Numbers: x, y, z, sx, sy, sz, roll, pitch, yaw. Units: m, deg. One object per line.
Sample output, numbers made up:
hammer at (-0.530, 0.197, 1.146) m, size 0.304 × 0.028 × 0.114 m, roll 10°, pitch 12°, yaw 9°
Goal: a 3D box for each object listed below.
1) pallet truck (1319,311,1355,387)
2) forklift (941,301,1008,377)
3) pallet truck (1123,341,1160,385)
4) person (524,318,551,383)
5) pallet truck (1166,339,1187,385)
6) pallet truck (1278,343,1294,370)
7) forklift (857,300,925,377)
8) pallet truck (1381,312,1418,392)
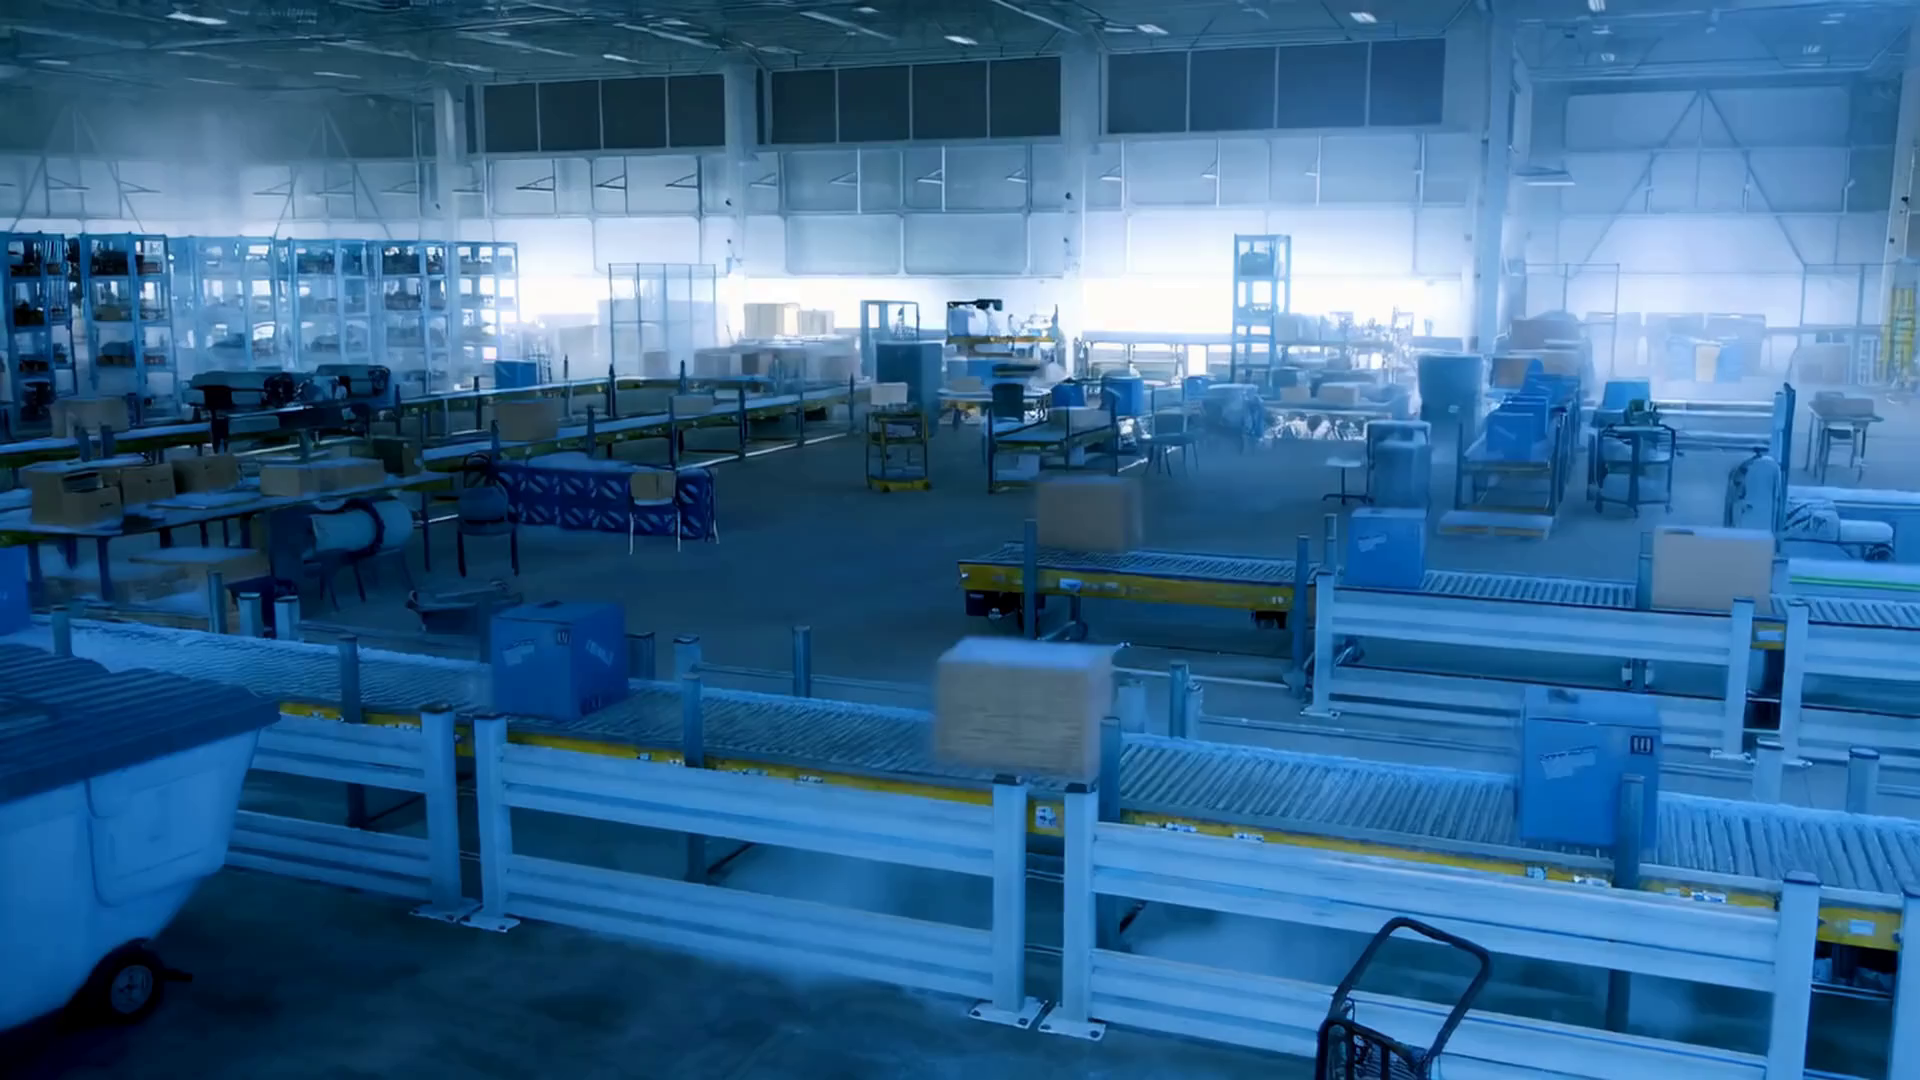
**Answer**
pallet truck at (9.071, -4.419, 39.190) m, size 0.823 × 1.965 × 1.885 m, roll 5°, pitch 10°, yaw 26°
forklift at (0.365, -4.966, 41.571) m, size 1.157 × 1.987 × 2.680 m, roll 3°, pitch 10°, yaw 20°
pallet truck at (4.445, -4.380, 41.279) m, size 0.680 × 1.201 × 1.601 m, roll 4°, pitch 10°, yaw 22°
person at (-9.818, -4.245, 38.677) m, size 0.612 × 1.813 × 0.423 m, roll -2°, pitch 10°, yaw -15°
pallet truck at (5.418, -4.269, 40.420) m, size 0.704 × 1.261 × 1.522 m, roll 3°, pitch 10°, yaw 20°
pallet truck at (7.886, -4.163, 39.743) m, size 0.653 × 1.274 × 1.630 m, roll 4°, pitch 10°, yaw 22°
forklift at (-1.732, -5.109, 42.468) m, size 1.157 × 1.987 × 2.680 m, roll 4°, pitch 10°, yaw 22°
pallet truck at (10.207, -4.283, 38.369) m, size 0.823 × 1.965 × 1.885 m, roll 3°, pitch 10°, yaw 20°
